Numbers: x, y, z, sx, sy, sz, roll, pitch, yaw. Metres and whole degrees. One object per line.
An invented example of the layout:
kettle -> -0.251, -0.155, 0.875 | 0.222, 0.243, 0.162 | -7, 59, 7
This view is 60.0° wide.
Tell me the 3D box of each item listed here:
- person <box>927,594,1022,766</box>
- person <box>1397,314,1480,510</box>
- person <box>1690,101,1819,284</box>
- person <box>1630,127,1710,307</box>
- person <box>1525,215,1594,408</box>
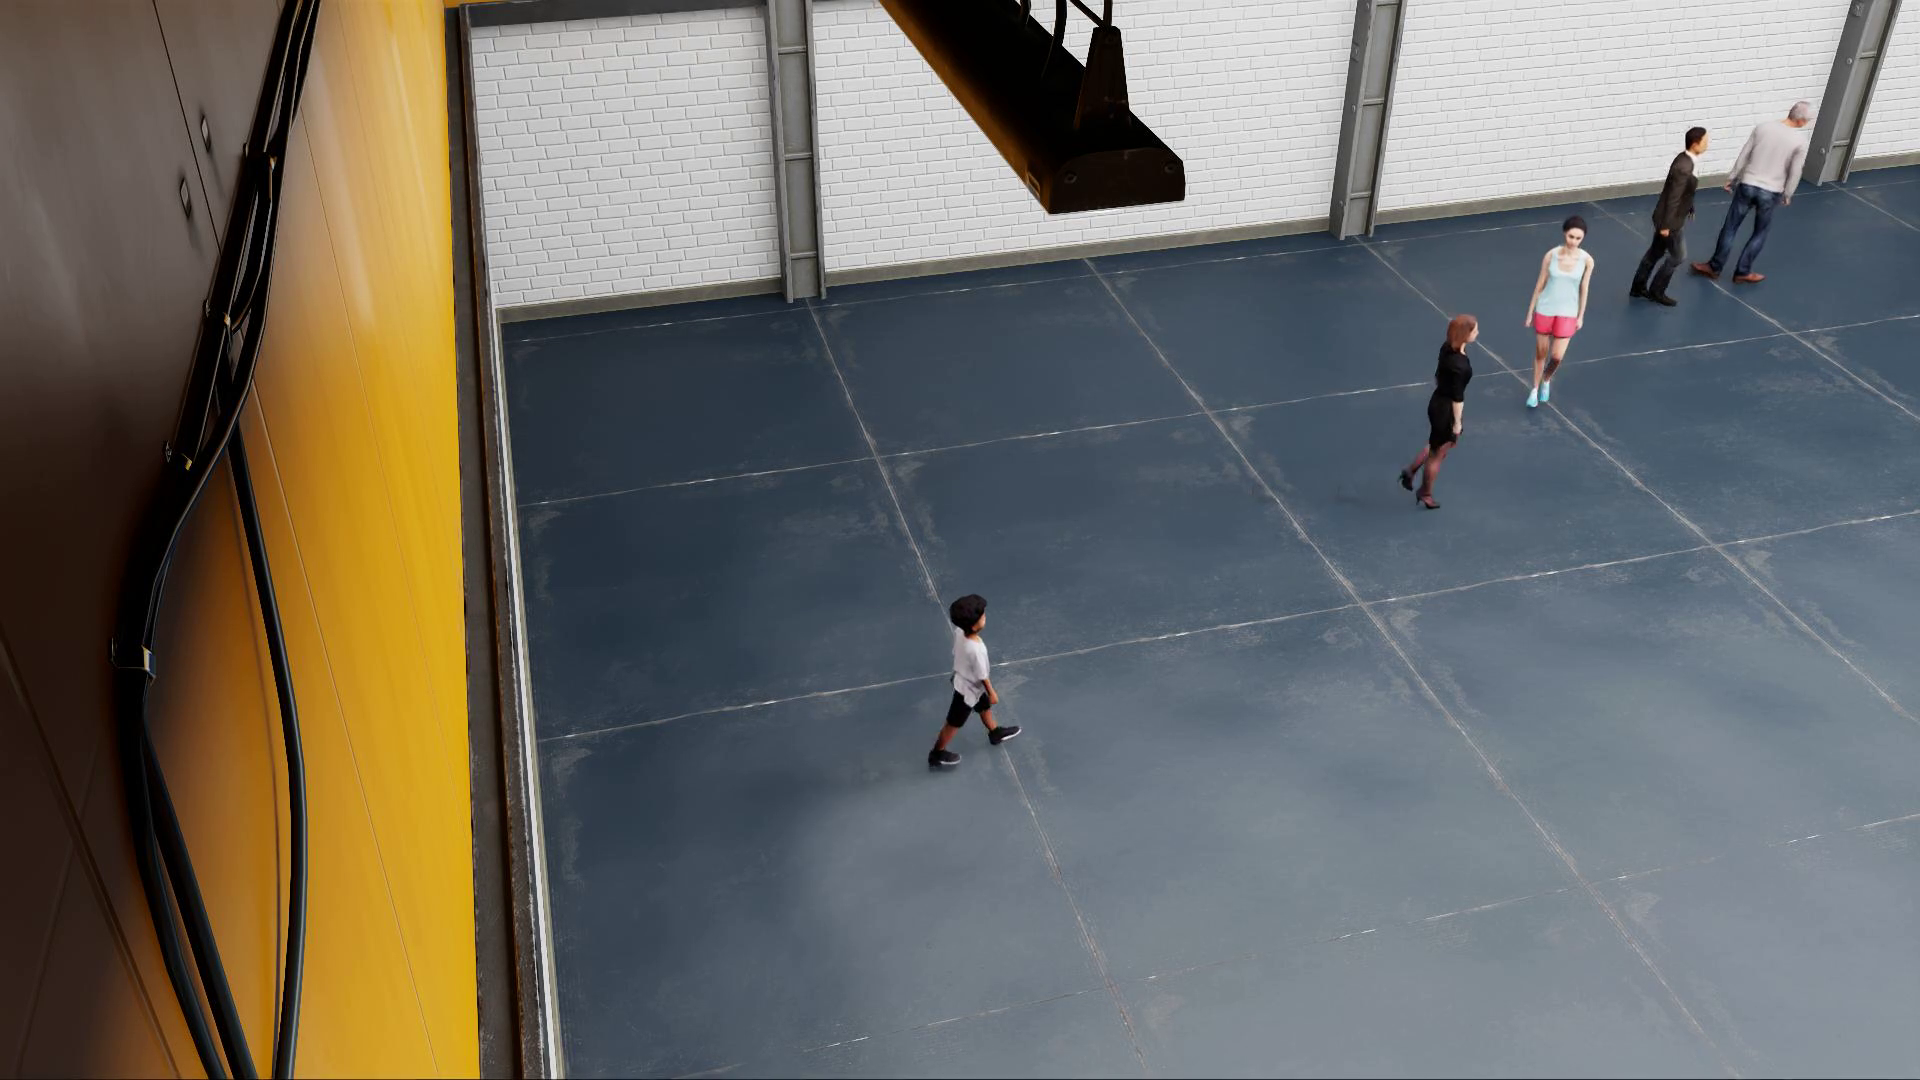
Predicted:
person -> 0.005, 0.920, 10.503 | 0.882, 1.229, 0.502 | -10, 35, -15
person -> 3.683, -0.982, 12.941 | 0.768, 1.699, 0.698 | 2, 34, 3
person -> 7.869, -3.456, 16.512 | 0.994, 1.866, 0.982 | 16, 37, 23
person -> 6.802, -3.151, 16.126 | 0.875, 1.785, 0.851 | 9, 35, 14
person -> 5.172, -1.977, 14.389 | 0.751, 1.752, 0.819 | 15, 36, 21
